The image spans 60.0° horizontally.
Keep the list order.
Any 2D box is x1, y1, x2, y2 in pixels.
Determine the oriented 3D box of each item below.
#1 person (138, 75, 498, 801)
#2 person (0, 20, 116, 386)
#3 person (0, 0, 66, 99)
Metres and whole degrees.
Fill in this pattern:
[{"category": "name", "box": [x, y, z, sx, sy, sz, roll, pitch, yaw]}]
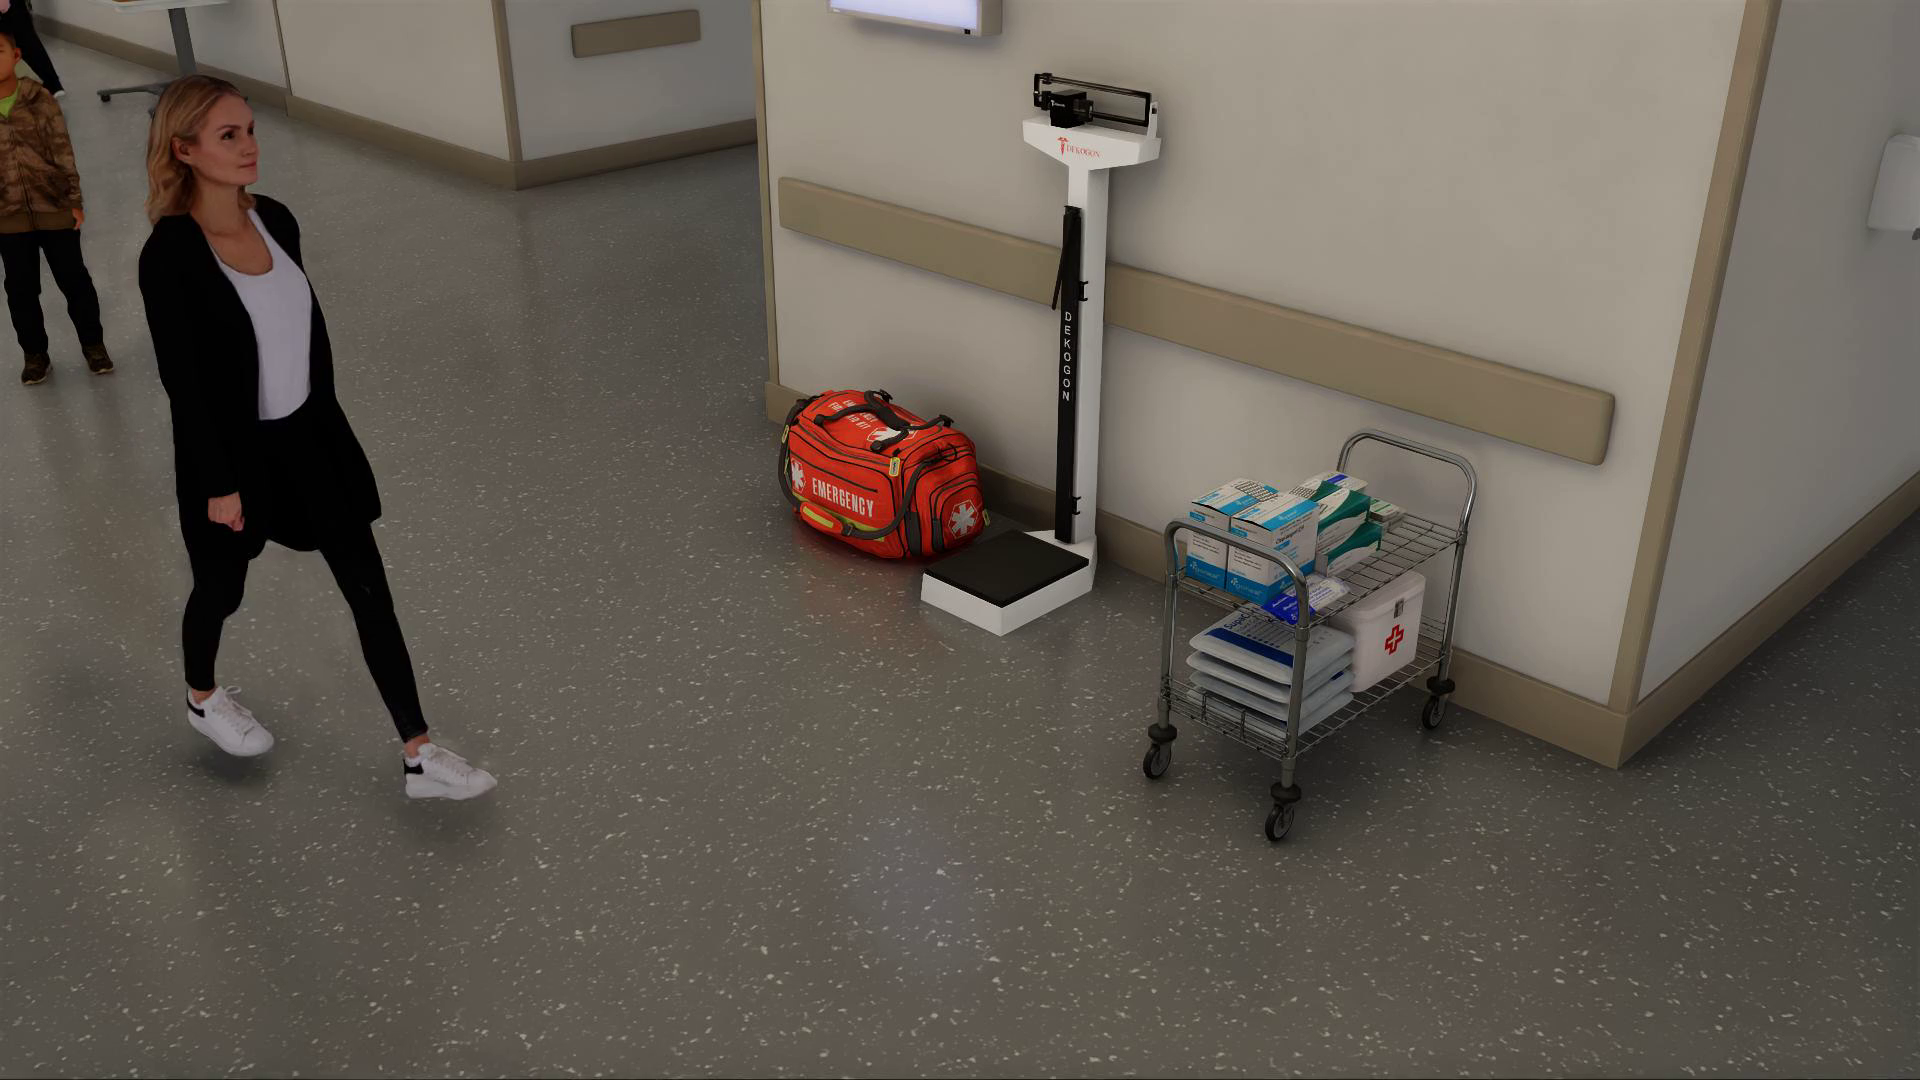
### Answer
[{"category": "person", "box": [-1.722, -0.163, 3.943, 1.279, 1.747, 0.901, 12, 28, 23]}, {"category": "person", "box": [-3.807, -1.381, 6.806, 0.644, 1.455, 0.657, -13, 28, -24]}, {"category": "person", "box": [-6.823, -3.978, 11.916, 0.911, 1.695, 0.862, 13, 29, 25]}]
